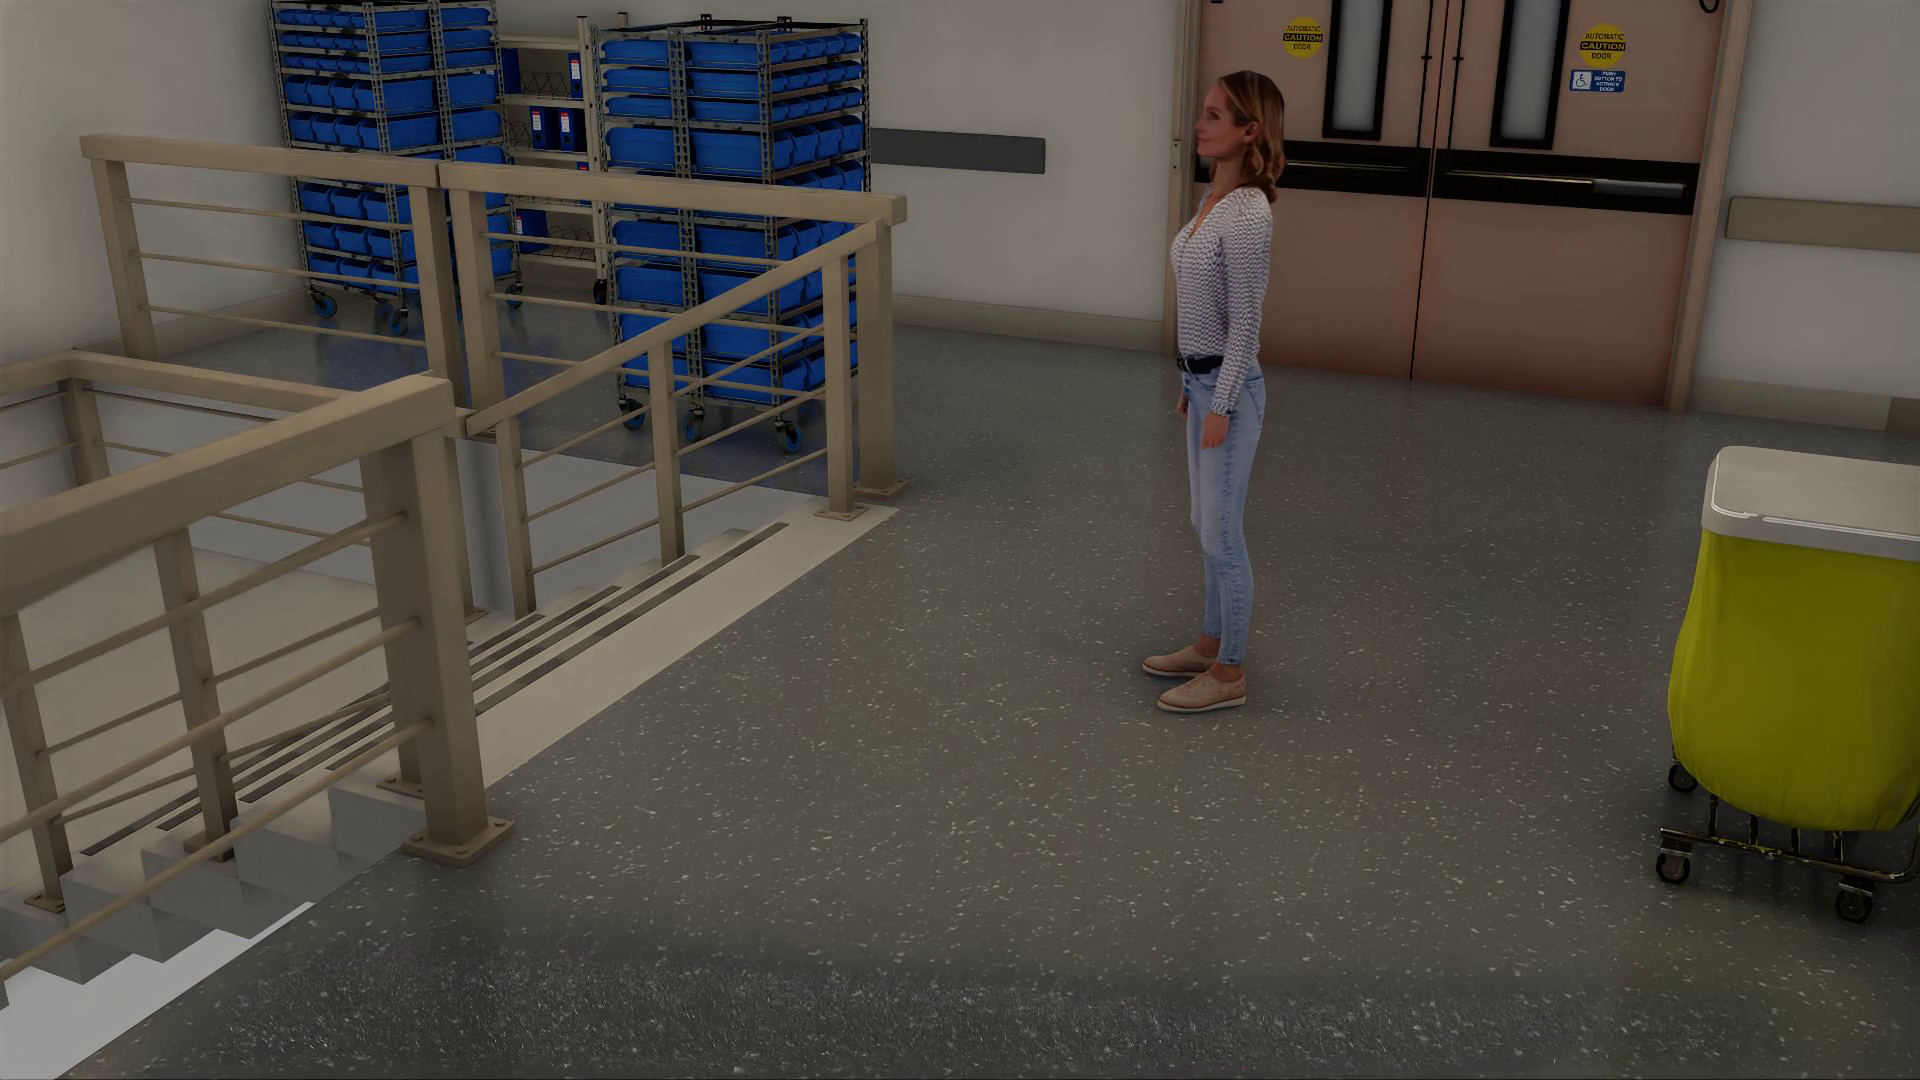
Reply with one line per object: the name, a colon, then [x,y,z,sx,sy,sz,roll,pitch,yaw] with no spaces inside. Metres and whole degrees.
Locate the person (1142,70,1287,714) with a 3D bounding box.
person: [0.728,-0.386,4.644,0.670,1.795,0.667,-1,21,-3]
